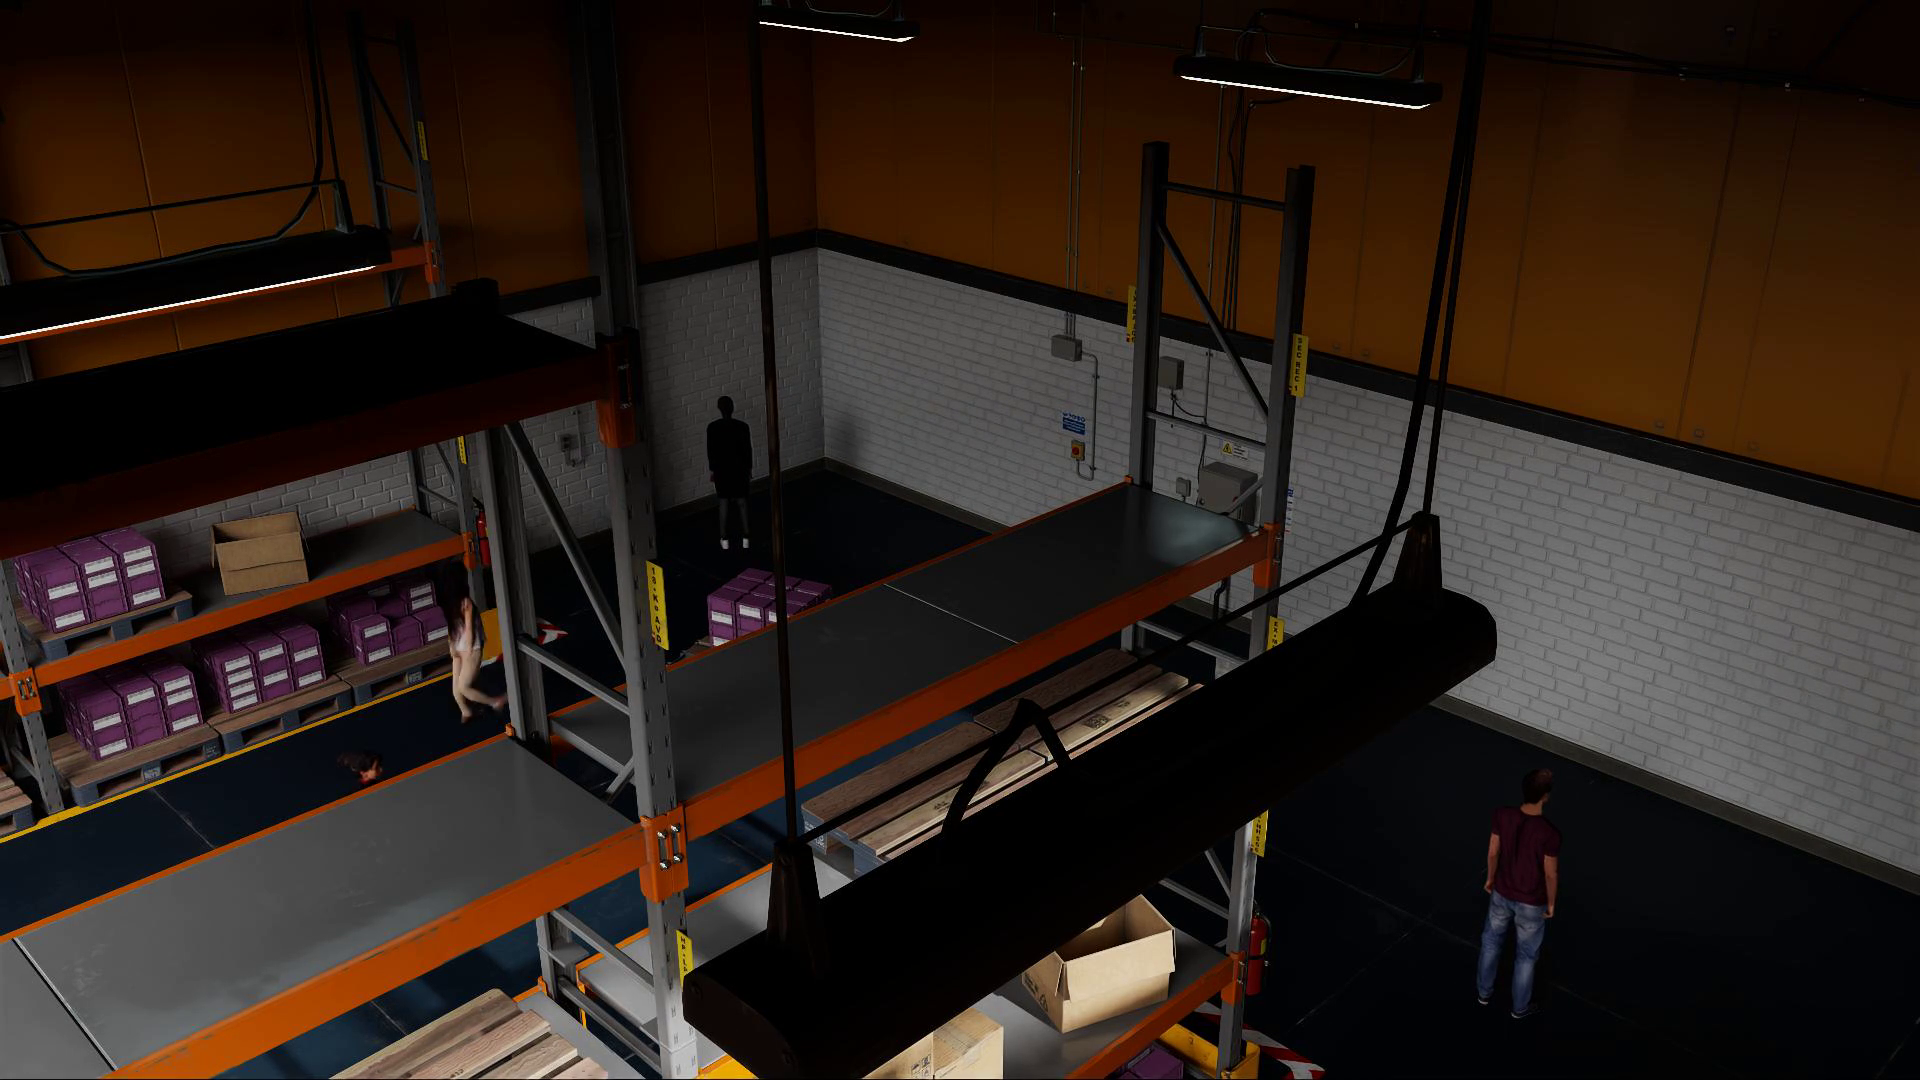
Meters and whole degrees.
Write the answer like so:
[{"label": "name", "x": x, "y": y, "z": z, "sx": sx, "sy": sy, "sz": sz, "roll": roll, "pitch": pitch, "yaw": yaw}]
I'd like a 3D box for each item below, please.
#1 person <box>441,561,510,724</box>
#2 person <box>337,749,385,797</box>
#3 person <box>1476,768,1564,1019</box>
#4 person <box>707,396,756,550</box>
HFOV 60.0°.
[{"label": "person", "x": -4.305, "y": 0.902, "z": 14.820, "sx": 0.588, "sy": 1.652, "sz": 0.724, "roll": 20, "pitch": 31, "yaw": 38}, {"label": "person", "x": -4.217, "y": 2.216, "z": 11.845, "sx": 0.794, "sy": 1.628, "sz": 0.730, "roll": 2, "pitch": 24, "yaw": 4}, {"label": "person", "x": 3.776, "y": 2.373, "z": 11.212, "sx": 0.650, "sy": 1.846, "sz": 0.534, "roll": 22, "pitch": 32, "yaw": 40}, {"label": "person", "x": -2.547, "y": -0.749, "z": 18.461, "sx": 0.717, "sy": 1.762, "sz": 0.783, "roll": -1, "pitch": 24, "yaw": -2}]
